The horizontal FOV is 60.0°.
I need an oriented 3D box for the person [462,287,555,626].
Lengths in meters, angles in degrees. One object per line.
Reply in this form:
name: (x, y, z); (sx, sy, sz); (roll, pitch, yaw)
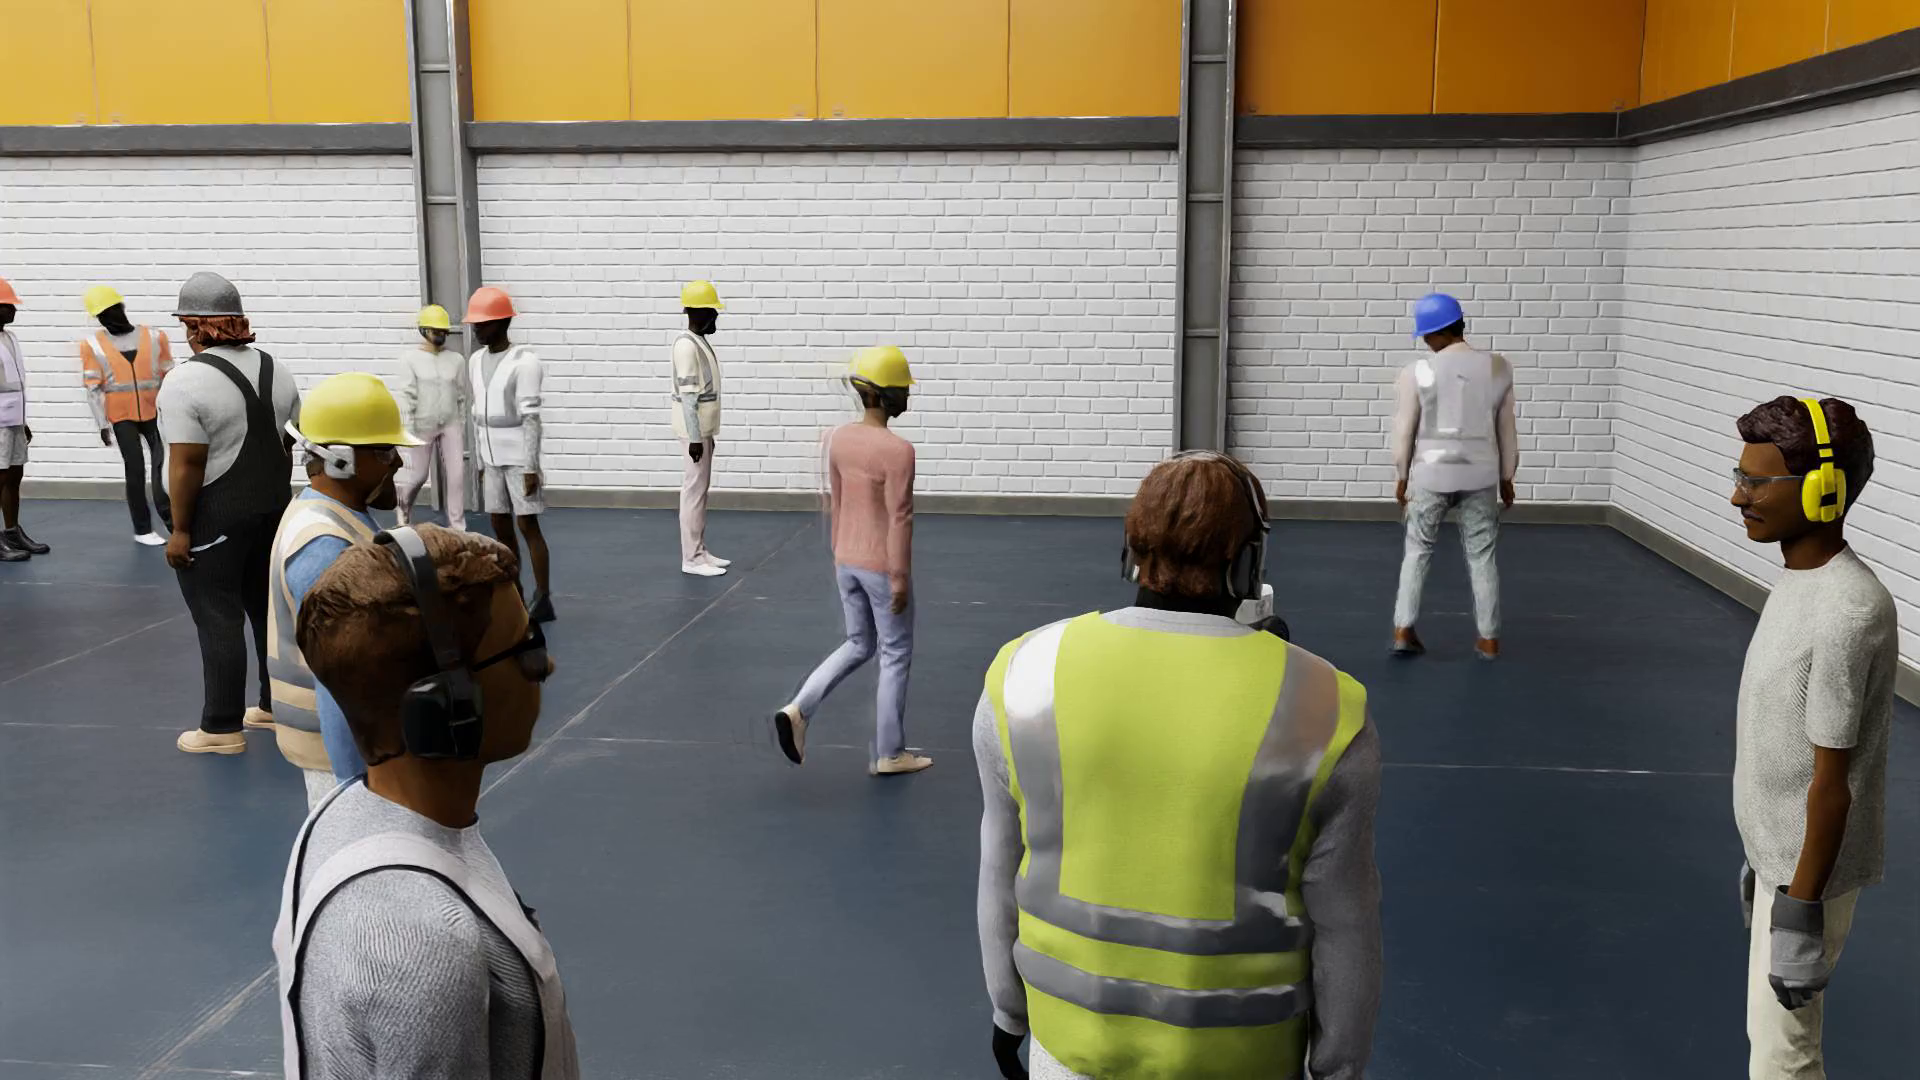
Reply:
person: (-2.586, -0.460, 9.417); (0.544, 1.922, 0.431); (6, 12, 33)

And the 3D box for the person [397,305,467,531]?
person: (-3.848, -0.839, 12.088); (0.527, 1.741, 0.741); (-8, 13, -40)

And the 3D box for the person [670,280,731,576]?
person: (-1.703, -0.732, 10.929); (0.366, 1.926, 0.593); (0, 10, -2)

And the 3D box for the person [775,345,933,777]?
person: (-0.405, 0.109, 6.596); (0.581, 1.754, 0.526); (-9, 13, -41)

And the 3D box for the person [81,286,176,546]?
person: (-5.915, -0.881, 11.971); (0.655, 1.867, 0.401); (-7, 12, -34)

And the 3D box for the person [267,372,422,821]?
person: (-1.511, 0.494, 4.187); (0.404, 1.827, 0.600); (-4, 11, -20)

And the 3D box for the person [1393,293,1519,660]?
person: (2.567, -0.315, 8.623); (0.645, 1.904, 0.386); (1, 10, 6)

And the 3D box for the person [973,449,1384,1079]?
person: (0.336, 0.771, 2.616); (0.635, 1.831, 0.429); (3, 10, 19)

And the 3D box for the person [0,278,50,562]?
person: (-6.553, -0.825, 11.430); (0.364, 1.935, 0.552); (0, 10, -3)

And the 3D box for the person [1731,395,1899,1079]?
person: (1.593, 0.650, 3.221); (0.334, 1.860, 0.509); (4, 11, 20)

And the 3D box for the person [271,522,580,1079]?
person: (-0.550, 0.895, 1.848); (0.342, 1.846, 0.509); (-5, 11, -27)

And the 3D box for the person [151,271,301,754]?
person: (-3.166, -0.121, 7.107); (0.539, 2.000, 0.689); (3, 10, 18)
